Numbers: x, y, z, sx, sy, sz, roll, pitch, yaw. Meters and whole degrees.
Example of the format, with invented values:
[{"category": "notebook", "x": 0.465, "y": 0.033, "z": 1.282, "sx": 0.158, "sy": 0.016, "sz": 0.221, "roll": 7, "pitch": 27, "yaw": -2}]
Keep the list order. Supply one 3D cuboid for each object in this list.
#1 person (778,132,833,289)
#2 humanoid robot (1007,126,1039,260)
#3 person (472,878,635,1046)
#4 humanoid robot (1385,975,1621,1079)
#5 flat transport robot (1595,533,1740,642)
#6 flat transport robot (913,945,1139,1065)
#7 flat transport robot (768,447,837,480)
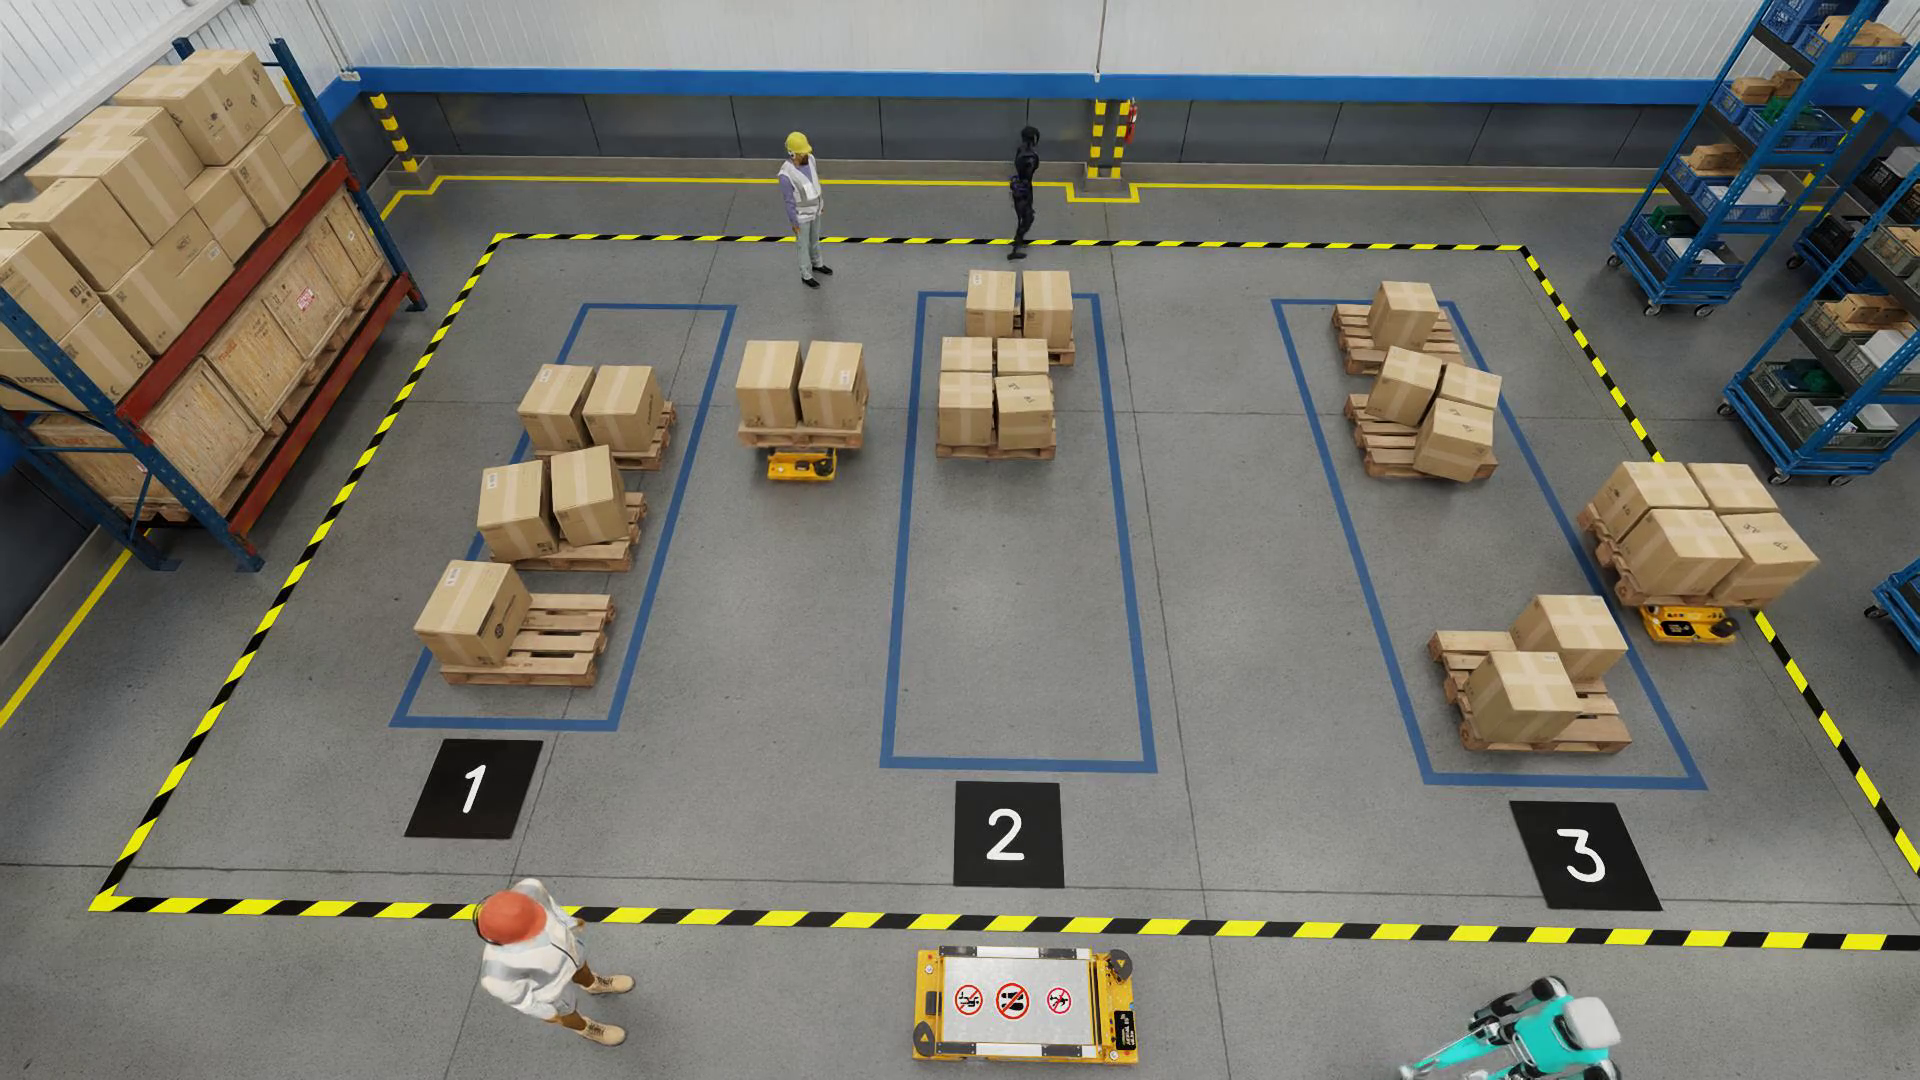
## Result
[{"category": "person", "x": -1.770, "y": -3.800, "z": 10.572, "sx": 0.404, "sy": 1.835, "sz": 0.589, "roll": 21, "pitch": 54, "yaw": 17}, {"category": "humanoid robot", "x": 0.763, "y": -4.117, "z": 10.932, "sx": 0.368, "sy": 1.645, "sz": 0.616, "roll": -7, "pitch": 51, "yaw": -6}, {"category": "person", "x": -2.337, "y": 2.469, "z": 5.337, "sx": 0.400, "sy": 2.032, "sz": 0.606, "roll": 1, "pitch": 51, "yaw": 1}, {"category": "humanoid robot", "x": 2.865, "y": 2.985, "z": 5.155, "sx": 1.057, "sy": 1.783, "sz": 0.535, "roll": -12, "pitch": 52, "yaw": -10}, {"category": "flat transport robot", "x": 6.304, "y": 0.267, "z": 8.250, "sx": 0.652, "sy": 0.197, "sz": 1.431, "roll": 1, "pitch": 51, "yaw": 1}, {"category": "flat transport robot", "x": 0.422, "y": 3.041, "z": 6.007, "sx": 1.431, "sy": 0.231, "sz": 0.659, "roll": 1, "pitch": 51, "yaw": 1}, {"category": "flat transport robot", "x": -1.558, "y": -1.200, "z": 9.446, "sx": 0.652, "sy": 0.197, "sz": 1.431, "roll": 1, "pitch": 51, "yaw": 1}]
